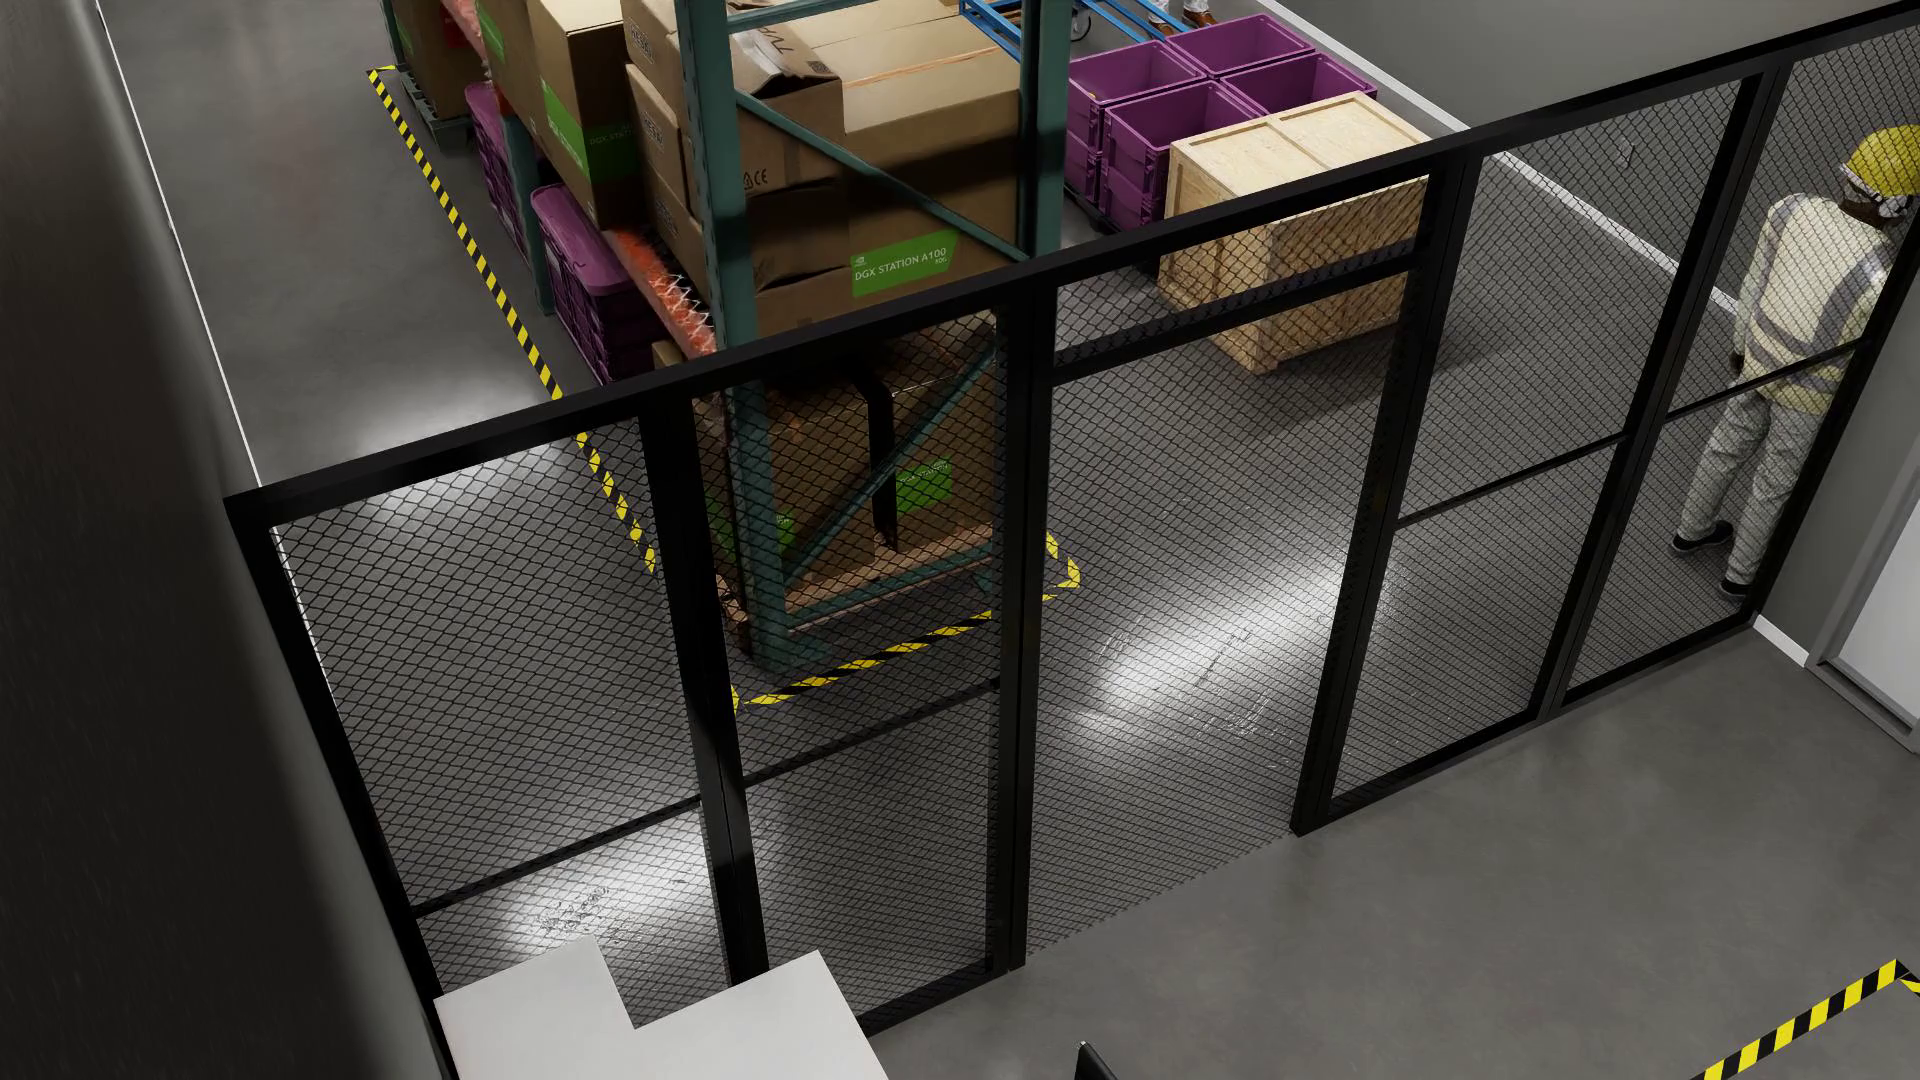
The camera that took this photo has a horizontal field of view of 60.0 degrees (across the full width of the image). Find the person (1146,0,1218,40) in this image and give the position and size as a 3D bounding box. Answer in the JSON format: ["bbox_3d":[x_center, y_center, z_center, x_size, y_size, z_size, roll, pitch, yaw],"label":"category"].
[{"bbox_3d":[1.274,-3.622,8.907,0.635,1.938,0.359,-22,47,-22],"label":"person"}]

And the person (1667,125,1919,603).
[{"bbox_3d":[2.862,-0.568,5.644,0.404,1.832,0.600,-14,44,-15],"label":"person"}]
